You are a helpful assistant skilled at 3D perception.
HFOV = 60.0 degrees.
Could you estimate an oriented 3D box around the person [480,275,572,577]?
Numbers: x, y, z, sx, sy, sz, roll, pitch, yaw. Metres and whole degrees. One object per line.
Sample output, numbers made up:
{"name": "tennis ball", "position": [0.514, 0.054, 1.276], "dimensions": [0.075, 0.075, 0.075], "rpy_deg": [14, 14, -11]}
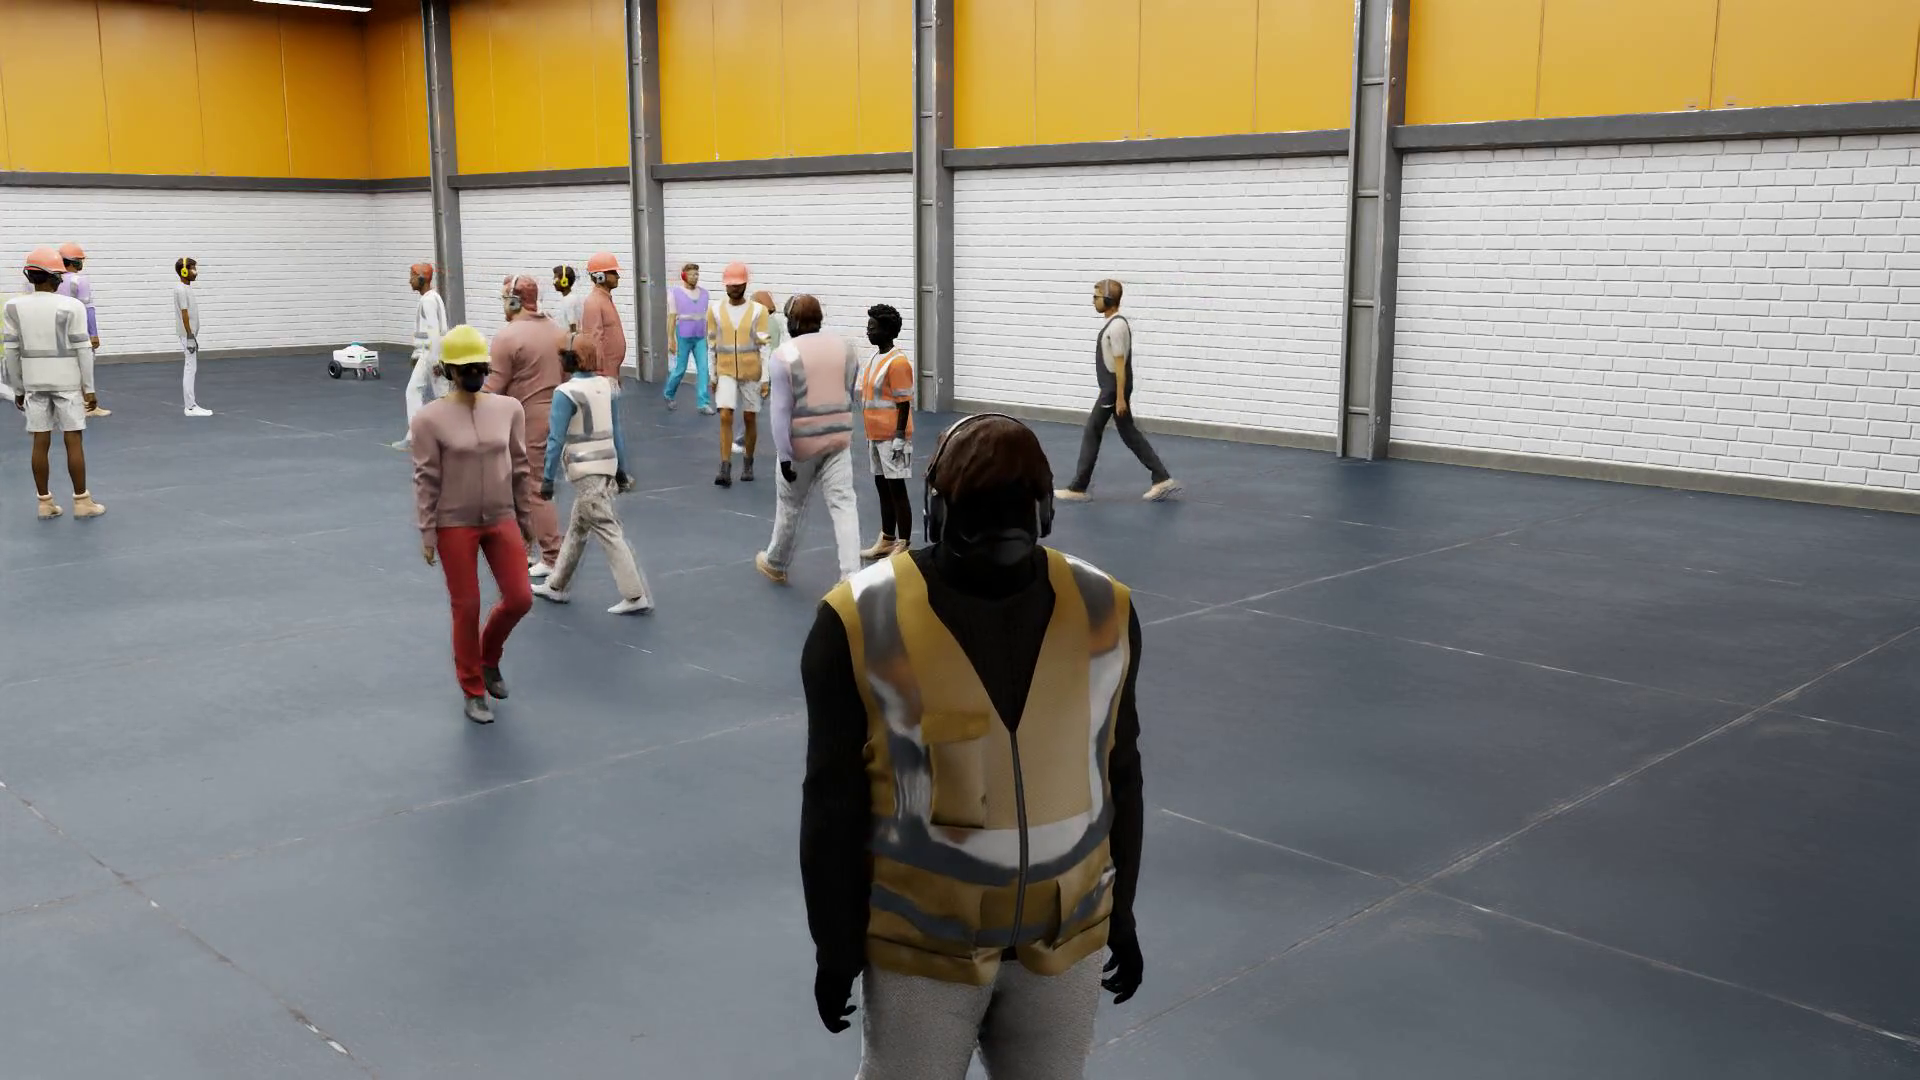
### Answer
{"name": "person", "position": [-2.800, -0.700, 10.392], "dimensions": [0.790, 1.878, 0.658], "rpy_deg": [3, 11, 17]}

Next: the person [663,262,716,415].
{"name": "person", "position": [-3.277, -2.423, 19.988], "dimensions": [0.574, 1.816, 0.869], "rpy_deg": [-9, 14, -41]}

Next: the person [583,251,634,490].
{"name": "person", "position": [-2.986, -1.426, 14.038], "dimensions": [0.375, 1.997, 0.611], "rpy_deg": [0, 10, -3]}

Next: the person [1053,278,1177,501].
{"name": "person", "position": [1.274, -1.187, 13.304], "dimensions": [0.995, 1.801, 0.520], "rpy_deg": [1, 10, 8]}

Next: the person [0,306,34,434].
{"name": "person", "position": [-10.177, -1.960, 17.455], "dimensions": [0.781, 1.816, 0.628], "rpy_deg": [-2, 11, -12]}

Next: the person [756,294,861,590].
{"name": "person", "position": [-0.894, -0.565, 9.936], "dimensions": [0.636, 1.788, 1.000], "rpy_deg": [-7, 12, -33]}

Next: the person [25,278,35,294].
{"name": "person", "position": [-13.716, -3.395, 25.051], "dimensions": [0.661, 1.892, 0.607], "rpy_deg": [2, 11, 13]}

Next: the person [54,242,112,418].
{"name": "person", "position": [-10.311, -2.445, 19.462], "dimensions": [0.607, 2.048, 0.366], "rpy_deg": [5, 11, 25]}

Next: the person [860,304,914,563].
{"name": "person", "position": [-0.476, -0.673, 10.750], "dimensions": [0.316, 1.695, 0.542], "rpy_deg": [-5, 11, -24]}

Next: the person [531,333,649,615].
{"name": "person", "position": [-2.130, -0.373, 9.412], "dimensions": [0.878, 1.585, 0.534], "rpy_deg": [4, 11, 19]}

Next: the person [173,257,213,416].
{"name": "person", "position": [-9.106, -2.400, 19.700], "dimensions": [0.328, 1.871, 0.510], "rpy_deg": [-5, 11, -24]}

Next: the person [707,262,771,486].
{"name": "person", "position": [-1.888, -1.401, 14.154], "dimensions": [0.563, 1.893, 0.921], "rpy_deg": [0, 10, 1]}

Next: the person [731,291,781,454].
{"name": "person", "position": [-1.923, -1.608, 16.137], "dimensions": [0.840, 1.587, 0.521], "rpy_deg": [5, 11, 24]}

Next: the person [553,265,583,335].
{"name": "person", "position": [-4.139, -2.016, 17.766], "dimensions": [1.005, 1.827, 0.526], "rpy_deg": [0, 10, -2]}

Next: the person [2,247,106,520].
{"name": "person", "position": [-6.805, -1.167, 12.500], "dimensions": [0.611, 2.042, 0.396], "rpy_deg": [-1, 10, -3]}

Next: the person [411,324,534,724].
{"name": "person", "position": [-2.119, -0.067, 7.291], "dimensions": [0.540, 1.750, 0.387], "rpy_deg": [-8, 13, -38]}

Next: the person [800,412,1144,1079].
{"name": "person", "position": [0.040, 0.691, 2.924], "dimensions": [0.634, 1.839, 0.429], "rpy_deg": [-3, 11, -16]}

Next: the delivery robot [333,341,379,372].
{"name": "delivery robot", "position": [-8.978, -2.709, 24.714], "dimensions": [0.707, 0.478, 0.477], "rpy_deg": [7, 13, 34]}

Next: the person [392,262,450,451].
{"name": "person", "position": [-5.353, -1.804, 16.472], "dimensions": [0.778, 1.854, 0.580], "rpy_deg": [-1, 10, -7]}
